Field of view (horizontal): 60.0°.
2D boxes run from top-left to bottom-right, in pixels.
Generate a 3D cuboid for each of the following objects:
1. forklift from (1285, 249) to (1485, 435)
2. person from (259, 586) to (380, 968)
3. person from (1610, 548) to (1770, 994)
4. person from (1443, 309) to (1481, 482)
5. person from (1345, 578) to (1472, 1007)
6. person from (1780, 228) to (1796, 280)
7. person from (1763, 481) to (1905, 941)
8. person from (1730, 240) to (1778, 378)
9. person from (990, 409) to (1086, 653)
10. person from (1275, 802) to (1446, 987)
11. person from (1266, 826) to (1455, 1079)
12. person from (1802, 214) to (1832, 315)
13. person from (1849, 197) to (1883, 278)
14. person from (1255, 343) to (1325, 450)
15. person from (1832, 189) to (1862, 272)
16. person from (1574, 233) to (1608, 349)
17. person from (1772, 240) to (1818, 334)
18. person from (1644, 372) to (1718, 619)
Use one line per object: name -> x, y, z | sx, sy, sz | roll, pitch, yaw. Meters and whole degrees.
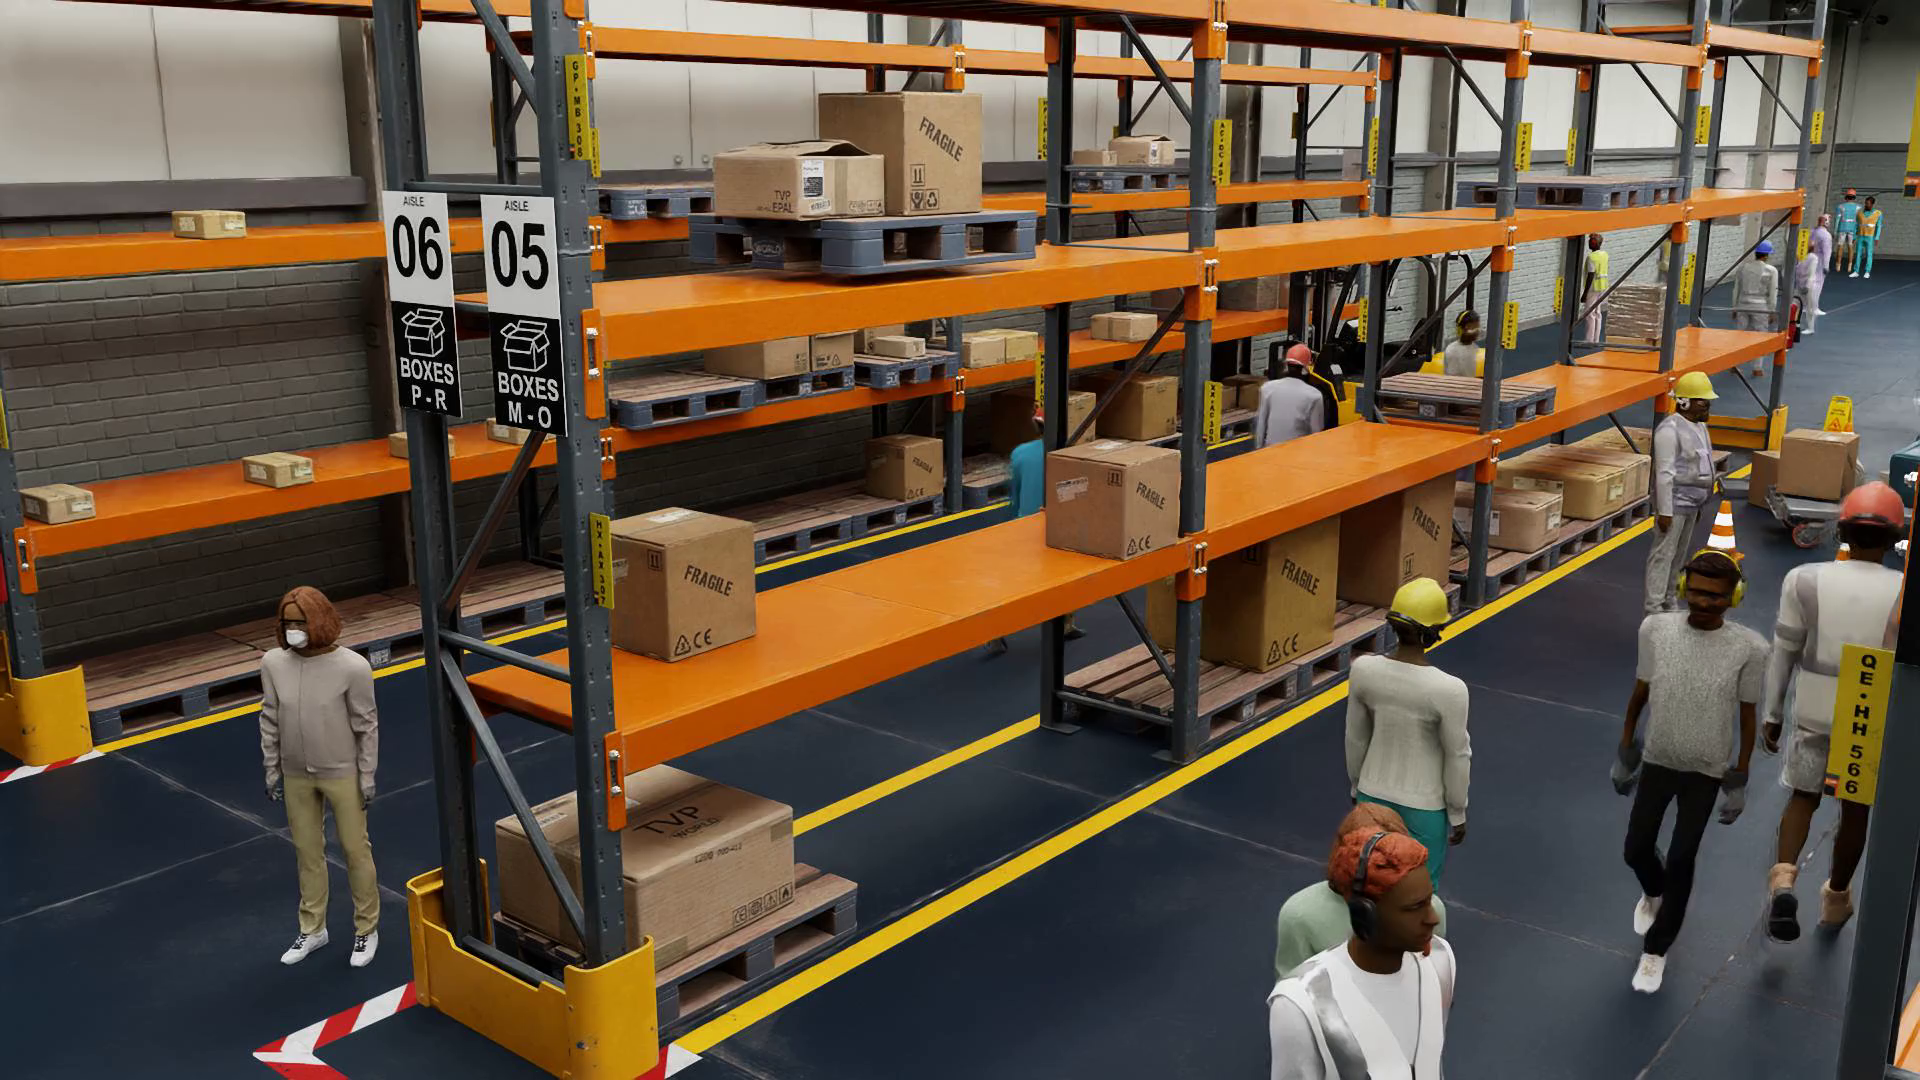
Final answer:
forklift -> 4.886, -2.214, 18.767 | 2.313, 2.155, 1.214 | 11, 18, 38
person -> -2.652, 0.983, 6.909 | 0.500, 1.633, 0.281 | 2, 14, 6
person -> 2.948, 0.908, 6.770 | 0.545, 1.847, 0.526 | 9, 16, 33
person -> 4.662, -1.211, 15.390 | 0.536, 1.860, 0.398 | -11, 18, -39
person -> 1.750, 1.009, 6.529 | 0.525, 1.769, 0.313 | 13, 19, 42
person -> 19.638, -7.060, 39.247 | 0.340, 1.839, 0.501 | 2, 14, 8
person -> 3.725, 0.761, 7.038 | 0.604, 2.016, 0.753 | 10, 17, 36
person -> 11.274, -3.278, 23.606 | 0.404, 1.945, 0.615 | -11, 18, -38
person -> 0.529, -0.097, 11.129 | 0.572, 1.722, 0.816 | 12, 18, 40
person -> 1.136, 1.510, 4.798 | 0.498, 1.626, 0.305 | -1, 14, -5
person -> 0.958, 1.578, 3.969 | 0.580, 1.884, 0.352 | -10, 17, -36
person -> 16.431, -5.271, 31.837 | 0.400, 1.899, 0.650 | 0, 14, -2
person -> 21.734, -7.261, 39.884 | 0.379, 1.917, 0.597 | -12, 18, -39
person -> 2.756, -0.760, 13.778 | 0.597, 1.735, 0.432 | 11, 18, 38
person -> 22.128, -7.729, 41.532 | 0.609, 2.044, 0.395 | 3, 14, 13
person -> 10.187, -3.996, 26.737 | 0.390, 1.847, 0.563 | 13, 19, 43
person -> 14.433, -4.342, 28.617 | 0.762, 1.610, 0.532 | -2, 14, -6
person -> 5.003, -0.257, 11.539 | 0.403, 1.835, 0.586 | 13, 19, 42
